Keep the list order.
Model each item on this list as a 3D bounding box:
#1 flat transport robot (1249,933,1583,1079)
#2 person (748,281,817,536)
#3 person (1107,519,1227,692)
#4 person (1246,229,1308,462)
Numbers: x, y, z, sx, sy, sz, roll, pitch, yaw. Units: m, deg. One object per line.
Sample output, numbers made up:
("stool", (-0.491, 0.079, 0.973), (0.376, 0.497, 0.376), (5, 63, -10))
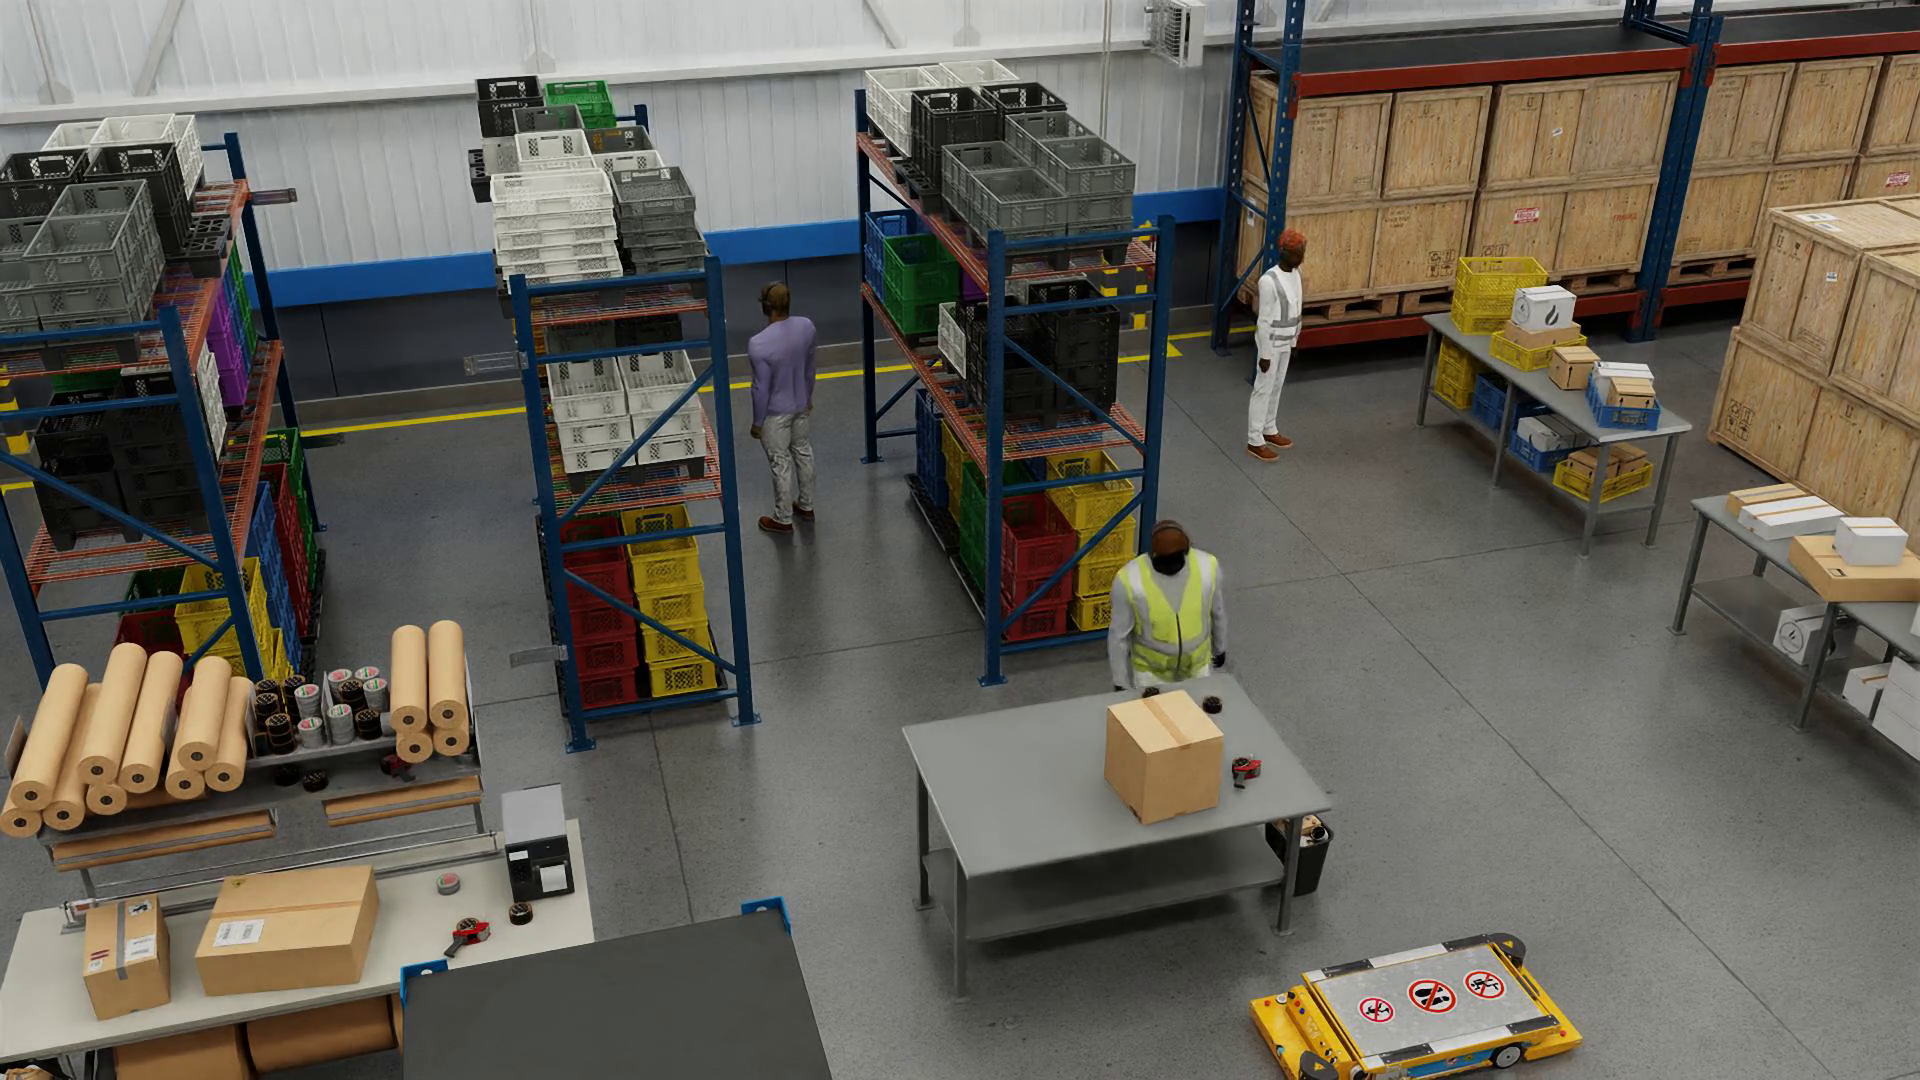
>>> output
("flat transport robot", (2.184, 2.282, 7.980), (1.431, 0.197, 0.652), (-8, 30, -14))
("person", (-1.296, -0.966, 12.172), (0.366, 1.939, 0.635), (20, 35, 32))
("person", (1.149, 0.672, 9.314), (0.714, 1.821, 0.821), (-4, 29, -8))
("person", (2.546, -1.568, 13.319), (0.355, 1.887, 0.573), (18, 34, 30))
